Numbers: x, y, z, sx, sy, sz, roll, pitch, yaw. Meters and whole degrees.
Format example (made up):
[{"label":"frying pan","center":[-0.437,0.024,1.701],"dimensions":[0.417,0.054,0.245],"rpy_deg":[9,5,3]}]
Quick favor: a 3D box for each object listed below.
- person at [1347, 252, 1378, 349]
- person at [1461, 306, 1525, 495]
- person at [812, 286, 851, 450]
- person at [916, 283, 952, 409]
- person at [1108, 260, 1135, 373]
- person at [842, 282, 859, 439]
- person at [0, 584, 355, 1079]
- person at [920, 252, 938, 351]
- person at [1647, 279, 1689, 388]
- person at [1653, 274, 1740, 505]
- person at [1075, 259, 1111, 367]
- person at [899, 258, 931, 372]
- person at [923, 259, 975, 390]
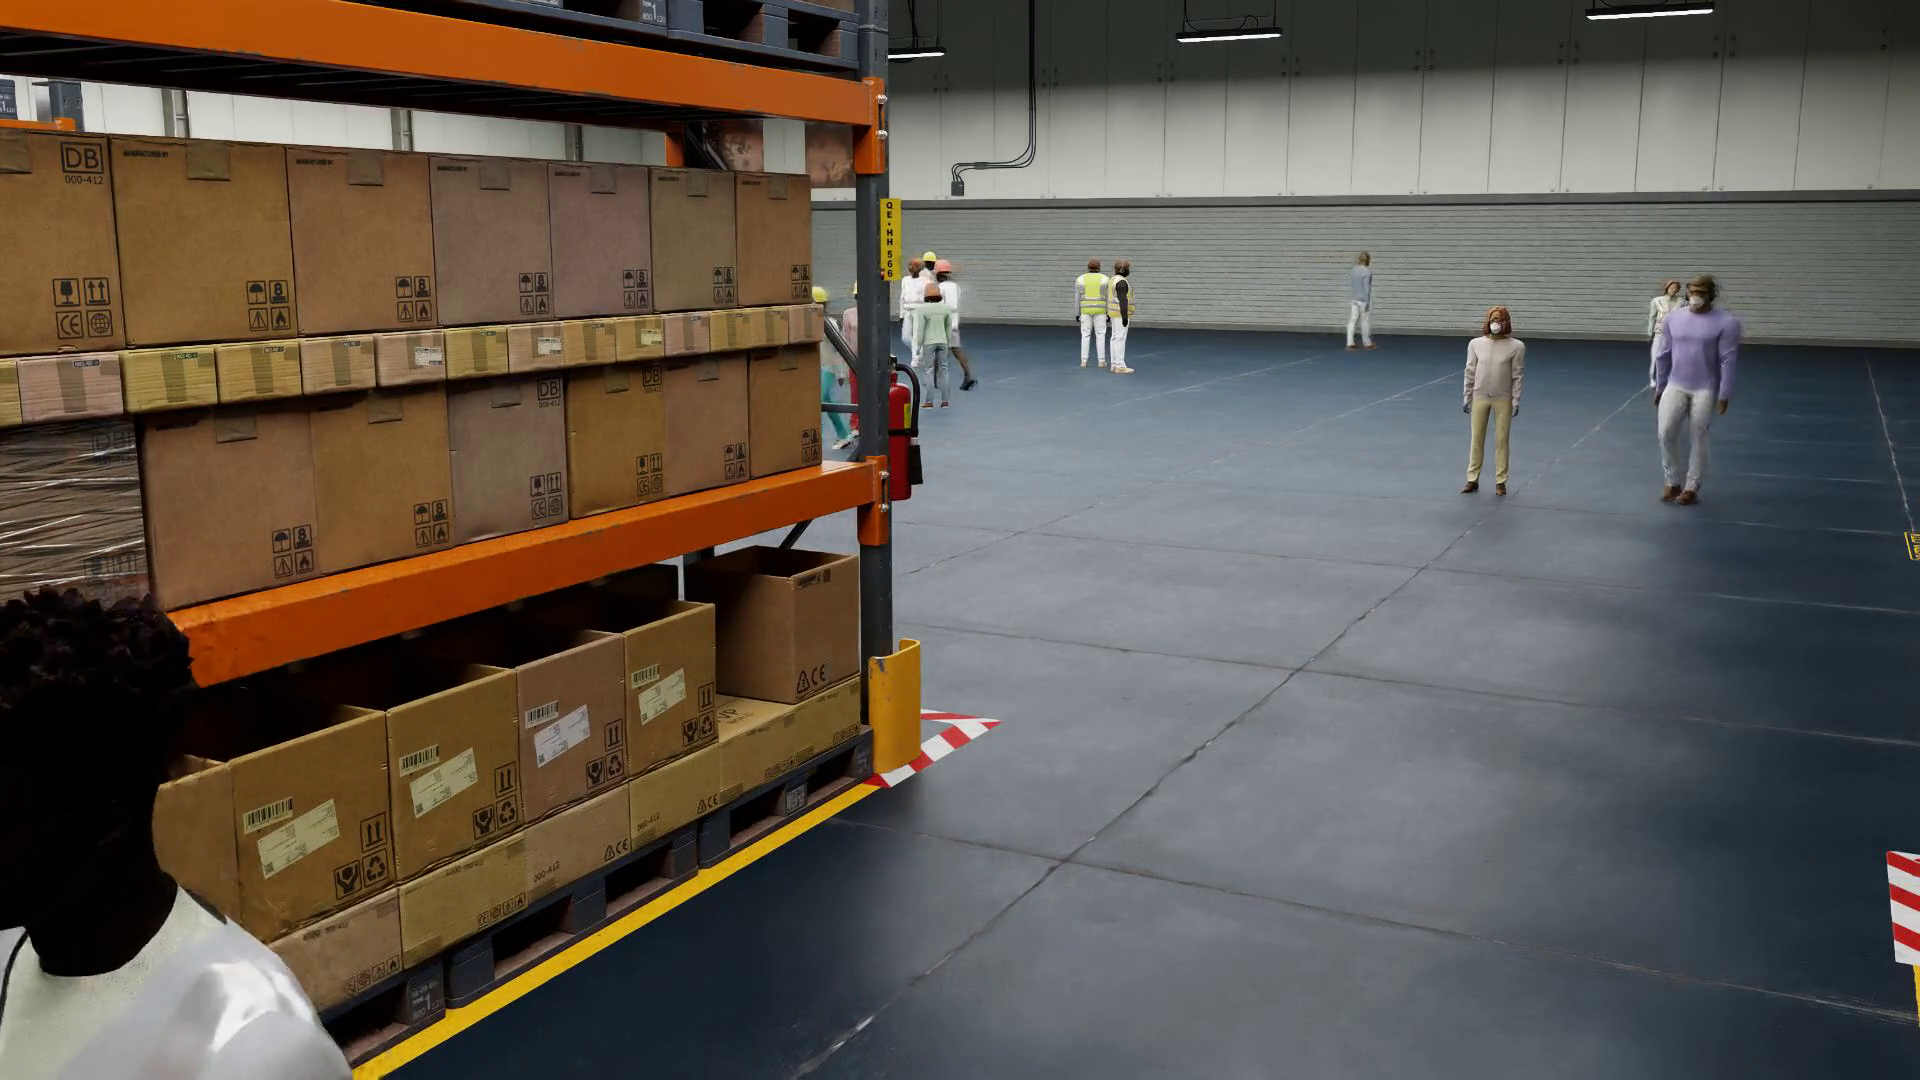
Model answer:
[{"label":"person","center":[7.932,-4.703,32.721],"dimensions":[0.441,1.939,0.630],"rpy_deg":[-4,11,-20]},{"label":"person","center":[4.617,-1.207,14.430],"dimensions":[0.500,1.636,0.285],"rpy_deg":[6,12,29]},{"label":"person","center":[-1.427,-1.749,17.165],"dimensions":[0.890,1.730,0.527],"rpy_deg":[-9,14,-41]},{"label":"person","center":[-0.335,-2.517,21.580],"dimensions":[0.497,1.633,0.279],"rpy_deg":[-5,11,-24]},{"label":"person","center":[2.646,-3.663,27.258],"dimensions":[0.429,1.846,0.627],"rpy_deg":[-2,11,-9]},{"label":"person","center":[-1.053,-1.986,18.323],"dimensions":[0.533,1.768,0.310],"rpy_deg":[2,11,12]},{"label":"person","center":[-0.826,0.971,1.802],"dimensions":[0.613,1.930,1.008],"rpy_deg":[10,14,44]},{"label":"person","center":[-0.603,-4.552,31.875],"dimensions":[0.382,1.924,0.594],"rpy_deg":[-2,11,-9]},{"label":"person","center":[10.073,-2.904,23.684],"dimensions":[0.535,1.622,0.507],"rpy_deg":[3,11,13]},{"label":"person","center":[6.047,-1.228,13.757],"dimensions":[0.661,1.921,0.545],"rpy_deg":[9,14,40]},{"label":"person","center":[2.283,-3.874,28.413],"dimensions":[0.633,1.842,0.429],"rpy_deg":[2,11,9]},{"label":"person","center":[-0.722,-3.691,27.326],"dimensions":[0.602,1.873,0.554],"rpy_deg":[8,13,36]},{"label":"person","center":[-0.159,-3.127,24.205],"dimensions":[0.543,1.903,0.949],"rpy_deg":[-9,14,-42]}]
